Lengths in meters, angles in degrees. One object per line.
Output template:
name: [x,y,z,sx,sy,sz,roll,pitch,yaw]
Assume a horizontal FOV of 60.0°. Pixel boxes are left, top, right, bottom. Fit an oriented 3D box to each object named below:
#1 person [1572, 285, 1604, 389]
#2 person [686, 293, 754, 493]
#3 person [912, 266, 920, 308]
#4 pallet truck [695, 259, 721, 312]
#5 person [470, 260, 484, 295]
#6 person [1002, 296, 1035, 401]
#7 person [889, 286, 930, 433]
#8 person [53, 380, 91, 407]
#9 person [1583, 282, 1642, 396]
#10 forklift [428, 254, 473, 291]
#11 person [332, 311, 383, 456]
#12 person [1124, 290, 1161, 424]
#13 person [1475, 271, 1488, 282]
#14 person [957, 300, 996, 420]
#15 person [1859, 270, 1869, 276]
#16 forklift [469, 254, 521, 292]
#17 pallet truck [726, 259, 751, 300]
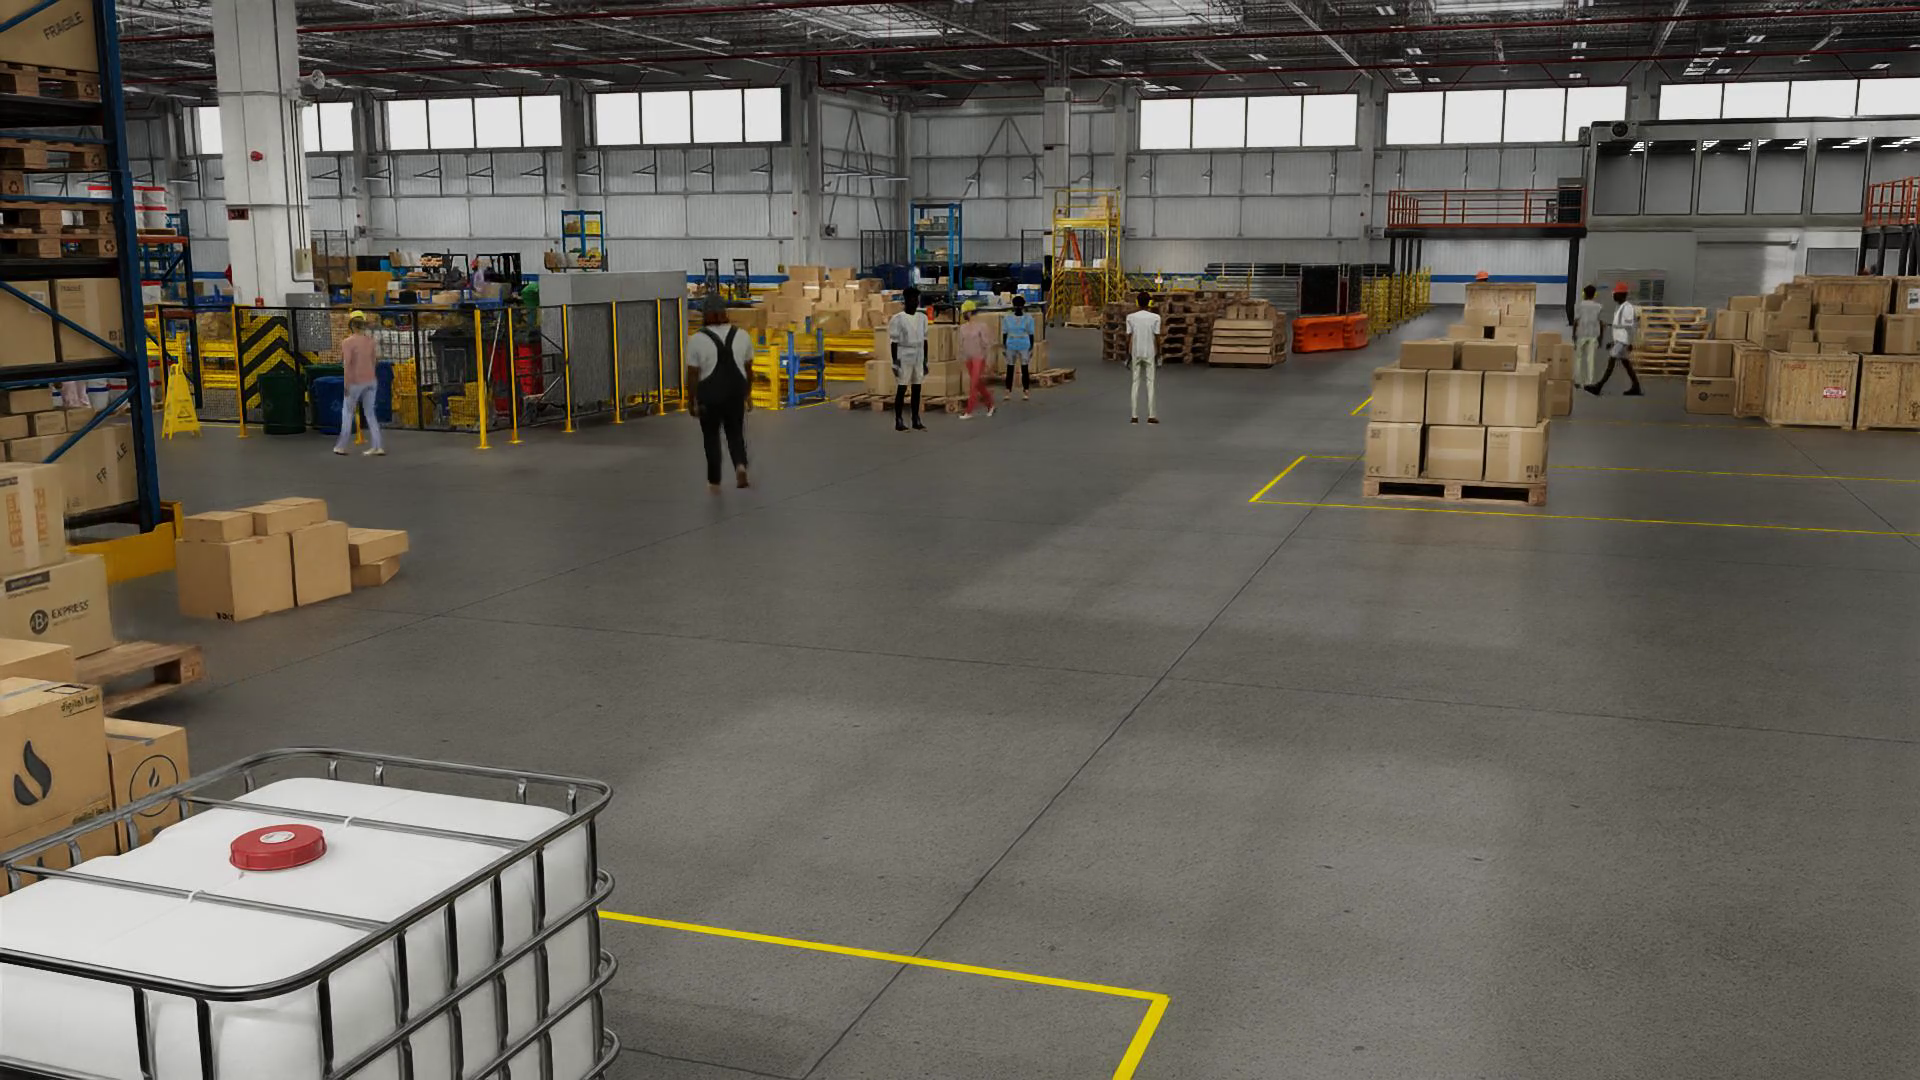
person: [10.794,-3.469,28.610,0.565,1.821,0.976,2,10,11]
person: [-2.447,-1.485,16.797,0.713,2.000,0.543,-5,11,-26]
person: [-1.627,-9.647,63.192,0.594,1.885,0.657,-9,14,-42]
pallet truck: [-9.165,-9.627,62.776,0.823,1.965,1.885,4,11,23]
person: [-16.044,-8.265,55.124,1.007,1.975,0.620,-5,11,-28]
person: [0.940,-3.084,26.803,0.537,1.693,0.320,2,10,10]
person: [-0.670,-2.409,22.257,0.599,1.959,0.384,-8,13,-38]
person: [-10.702,-2.022,19.964,0.392,1.991,0.612,0,10,-1]
person: [10.914,-3.325,27.605,1.008,1.878,0.569,1,10,7]
forklift: [-20.133,-10.254,65.465,1.157,1.987,2.680,3,11,19]
person: [-7.197,-1.856,19.789,0.709,1.717,0.587,5,11,25]
person: [2.556,-2.549,23.273,0.521,1.873,0.335,3,11,16]
person: [11.652,-5.038,37.146,0.400,1.929,0.544,5,11,25]
person: [0.237,-2.612,24.070,0.533,1.712,0.902,8,13,40]
person: [23.157,-6.001,42.709,0.609,1.868,0.412,5,11,25]
forklift: [-17.990,-10.121,64.684,1.157,1.987,2.680,3,11,17]
pallet truck: [-7.986,-9.493,62.019,0.823,1.965,1.885,3,11,17]
